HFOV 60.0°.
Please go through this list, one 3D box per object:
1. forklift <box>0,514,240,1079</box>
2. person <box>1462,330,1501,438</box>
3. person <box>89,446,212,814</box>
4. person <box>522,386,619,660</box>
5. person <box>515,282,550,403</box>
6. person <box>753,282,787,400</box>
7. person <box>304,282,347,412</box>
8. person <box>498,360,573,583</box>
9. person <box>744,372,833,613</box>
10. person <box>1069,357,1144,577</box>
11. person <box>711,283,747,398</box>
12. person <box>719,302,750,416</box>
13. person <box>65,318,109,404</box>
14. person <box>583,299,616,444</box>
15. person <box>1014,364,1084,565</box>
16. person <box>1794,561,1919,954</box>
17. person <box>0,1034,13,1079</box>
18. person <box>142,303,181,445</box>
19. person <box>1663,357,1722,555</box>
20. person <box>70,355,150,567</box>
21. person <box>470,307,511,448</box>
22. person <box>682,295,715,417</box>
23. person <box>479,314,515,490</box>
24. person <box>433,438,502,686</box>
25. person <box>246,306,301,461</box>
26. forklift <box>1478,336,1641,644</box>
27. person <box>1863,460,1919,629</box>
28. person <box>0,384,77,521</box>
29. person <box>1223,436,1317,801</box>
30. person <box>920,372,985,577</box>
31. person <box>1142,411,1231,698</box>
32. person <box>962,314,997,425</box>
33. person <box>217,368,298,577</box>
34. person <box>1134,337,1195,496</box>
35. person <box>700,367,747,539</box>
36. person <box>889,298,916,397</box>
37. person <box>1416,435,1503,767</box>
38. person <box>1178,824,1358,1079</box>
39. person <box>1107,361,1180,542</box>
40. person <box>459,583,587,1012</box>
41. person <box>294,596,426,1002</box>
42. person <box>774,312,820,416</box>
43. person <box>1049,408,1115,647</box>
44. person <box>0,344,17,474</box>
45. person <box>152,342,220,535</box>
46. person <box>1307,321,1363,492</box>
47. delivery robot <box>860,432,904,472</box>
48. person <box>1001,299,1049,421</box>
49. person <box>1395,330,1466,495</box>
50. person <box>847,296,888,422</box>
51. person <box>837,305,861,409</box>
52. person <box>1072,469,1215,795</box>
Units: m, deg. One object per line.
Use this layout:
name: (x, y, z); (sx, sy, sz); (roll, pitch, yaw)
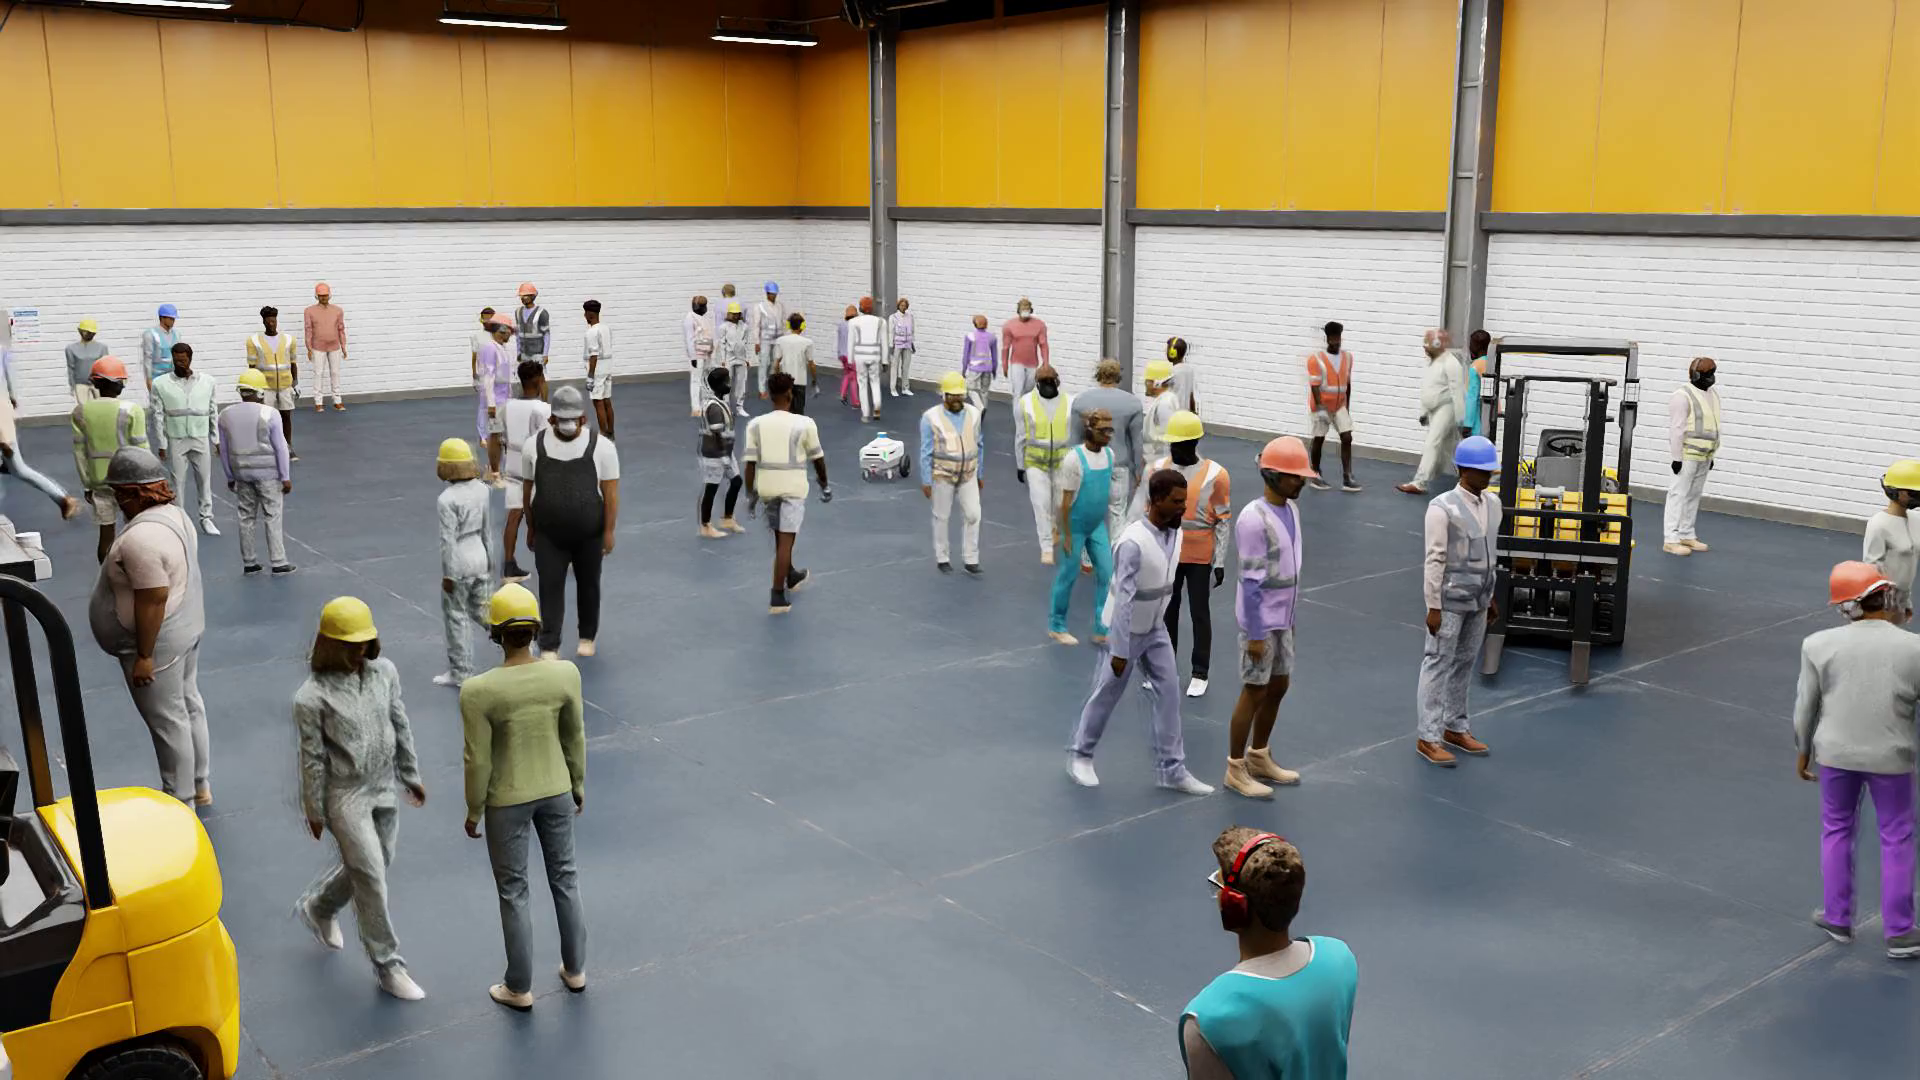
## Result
forklift: (-3.687, 1.115, 5.480); (2.313, 2.155, 1.214); (-9, 15, -36)
person: (5.578, -1.285, 17.785); (0.392, 1.909, 0.585); (9, 14, 36)
person: (-4.277, 0.512, 8.765); (0.535, 2.000, 0.684); (-2, 12, -9)
person: (-2.749, -0.101, 11.721); (0.684, 2.000, 0.950); (-2, 12, -7)
person: (-6.411, -2.829, 24.891); (0.609, 2.044, 0.395); (6, 13, 26)
person: (-3.100, -3.255, 27.265); (0.620, 1.924, 0.495); (-9, 15, -37)
person: (-9.799, -2.979, 25.736); (0.612, 1.994, 0.395); (-8, 14, -35)
person: (-3.716, -0.619, 14.538); (0.621, 1.905, 1.018); (5, 13, 24)
person: (-1.419, -0.414, 13.561); (0.611, 1.906, 1.035); (4, 12, 19)
person: (1.282, -0.630, 14.561); (0.652, 1.929, 0.398); (1, 12, 5)
person: (-3.881, -3.313, 27.622); (0.634, 1.880, 1.017); (-11, 16, -42)
person: (-3.384, -2.714, 25.063); (0.488, 1.743, 0.317); (-8, 14, -35)
person: (-11.447, -2.057, 21.879); (0.529, 1.743, 0.560); (-6, 13, -28)
person: (-4.813, -2.214, 22.110); (0.363, 1.962, 0.612); (2, 12, 11)
person: (0.808, -0.713, 15.239); (0.637, 1.818, 0.629); (-1, 12, -5)
person: (4.068, 0.958, 7.422); (0.661, 1.705, 0.445); (8, 14, 32)
person: (-2.773, 1.605, 4.497); (0.527, 1.623, 0.377); (11, 16, 42)
person: (-10.656, -2.194, 22.148); (0.694, 1.916, 0.626); (5, 13, 21)
person: (6.853, -0.788, 15.526); (0.624, 1.844, 0.430); (-8, 14, -35)
person: (-6.857, -0.479, 13.543); (0.609, 2.043, 0.397); (1, 12, 4)
person: (-6.232, -2.164, 22.121); (0.513, 1.863, 0.329); (-8, 14, -35)
person: (-3.927, -2.782, 25.188); (0.429, 1.837, 0.631); (5, 13, 21)
person: (-5.306, -1.564, 18.940); (0.444, 1.990, 0.694); (0, 12, 2)
person: (-3.284, 0.164, 11.198); (0.650, 1.722, 0.496); (5, 13, 22)
person: (-8.586, -1.952, 20.844); (0.609, 1.965, 0.369); (-8, 14, -35)
forklift: (4.683, -0.471, 13.136); (1.214, 2.155, 2.313); (4, 12, 20)
person: (5.597, 0.389, 10.022); (0.526, 1.768, 0.331); (-8, 14, -35)
person: (-9.428, -1.035, 16.499); (0.984, 1.944, 0.645); (-3, 12, -16)
person: (1.728, 0.432, 9.183); (0.417, 2.028, 0.612); (9, 15, 36)
person: (-0.023, -0.551, 14.458); (0.631, 1.804, 0.722); (-5, 13, -23)
person: (1.492, 0.091, 11.077); (0.593, 1.923, 0.382); (7, 14, 32)
person: (0.316, -2.455, 24.082); (0.535, 1.619, 0.555); (-4, 12, -20)
person: (-6.145, -0.584, 14.571); (0.600, 1.827, 0.404); (1, 12, 7)
person: (2.348, -1.278, 17.953); (0.998, 1.829, 0.519); (8, 14, 33)
person: (-2.291, -0.835, 16.119); (0.560, 1.679, 0.534); (1, 12, 4)
person: (-0.965, -3.214, 27.739); (0.515, 1.636, 0.315); (-8, 14, -35)
person: (2.958, 0.346, 9.787); (0.606, 1.947, 0.406); (-8, 14, -35)
person: (0.737, 1.594, 4.012); (0.569, 1.843, 0.374); (-10, 16, -41)
person: (1.806, -0.790, 15.655); (0.926, 1.783, 0.590); (3, 12, 13)
person: (-1.791, 1.048, 6.841); (0.533, 1.767, 0.326); (-9, 15, -38)
person: (-2.579, 1.044, 7.000); (0.779, 1.712, 0.521); (6, 13, 28)
person: (-2.069, -1.991, 21.319); (0.543, 1.849, 0.619); (3, 12, 15)
person: (0.931, -0.071, 12.181); (0.510, 1.807, 0.742); (-9, 15, -38)
person: (-11.778, -1.748, 20.026); (0.949, 1.891, 0.574); (5, 13, 25)
person: (-7.540, -0.976, 16.262); (0.590, 1.913, 0.393); (-8, 14, -35)
person: (4.210, -1.480, 18.650); (0.617, 1.924, 0.859); (-4, 12, -19)
delivery robot: (-0.916, -1.022, 19.552); (0.477, 0.478, 0.707); (3, 12, 16)
person: (0.924, -2.410, 23.230); (0.645, 1.886, 0.990); (-2, 12, -10)
person: (5.409, -1.417, 18.581); (1.015, 1.859, 0.691); (-2, 12, -8)
person: (-1.362, -2.657, 24.506); (0.579, 1.865, 0.449); (-3, 12, -13)
person: (-1.711, -2.868, 26.085); (0.573, 1.626, 0.330); (11, 16, 44)
person: (0.980, 0.507, 9.286); (0.854, 1.857, 0.611); (9, 15, 37)
